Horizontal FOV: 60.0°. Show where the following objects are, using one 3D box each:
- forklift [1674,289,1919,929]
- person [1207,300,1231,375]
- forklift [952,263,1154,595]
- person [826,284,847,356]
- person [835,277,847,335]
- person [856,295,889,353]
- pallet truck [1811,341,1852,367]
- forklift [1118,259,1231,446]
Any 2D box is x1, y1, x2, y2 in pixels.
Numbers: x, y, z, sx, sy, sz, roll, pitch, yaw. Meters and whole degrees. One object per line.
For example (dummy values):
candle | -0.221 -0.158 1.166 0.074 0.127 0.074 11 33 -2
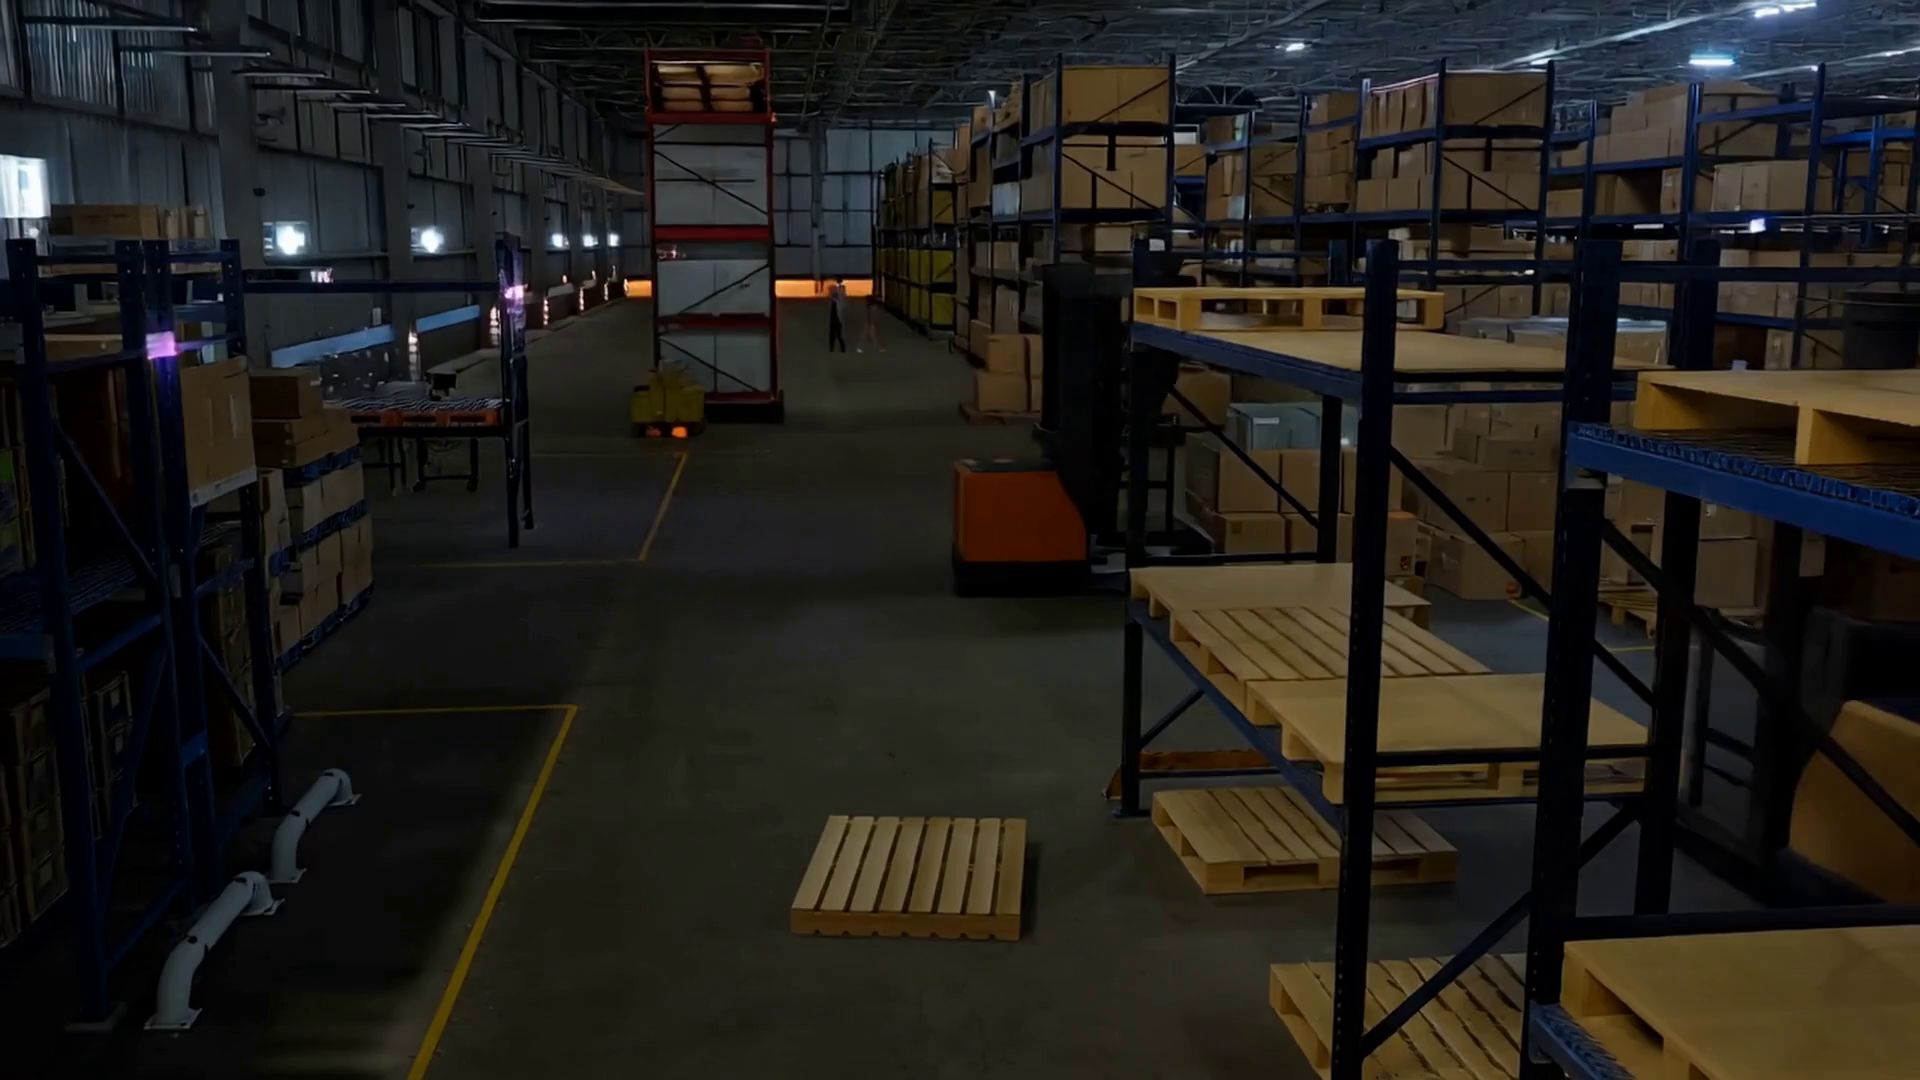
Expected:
forklift | 4.243 0.306 7.240 1.129 2.768 1.873 -2 10 -10
person | 4.595 -3.241 29.401 0.630 1.965 0.779 -1 10 -5
forklift | 0.901 -1.002 14.486 1.873 2.768 1.129 -1 10 -6
person | -3.295 -5.795 43.857 0.764 1.863 0.659 2 10 11
person | -3.847 -7.522 53.526 0.430 1.837 0.625 -4 11 -21
person | -2.387 -5.787 44.610 0.889 1.578 0.492 0 10 1
pallet truck | 15.846 -3.142 28.793 1.885 1.965 0.823 2 10 12
forklift | 3.001 -2.828 24.606 1.873 2.768 1.129 -1 10 -6
